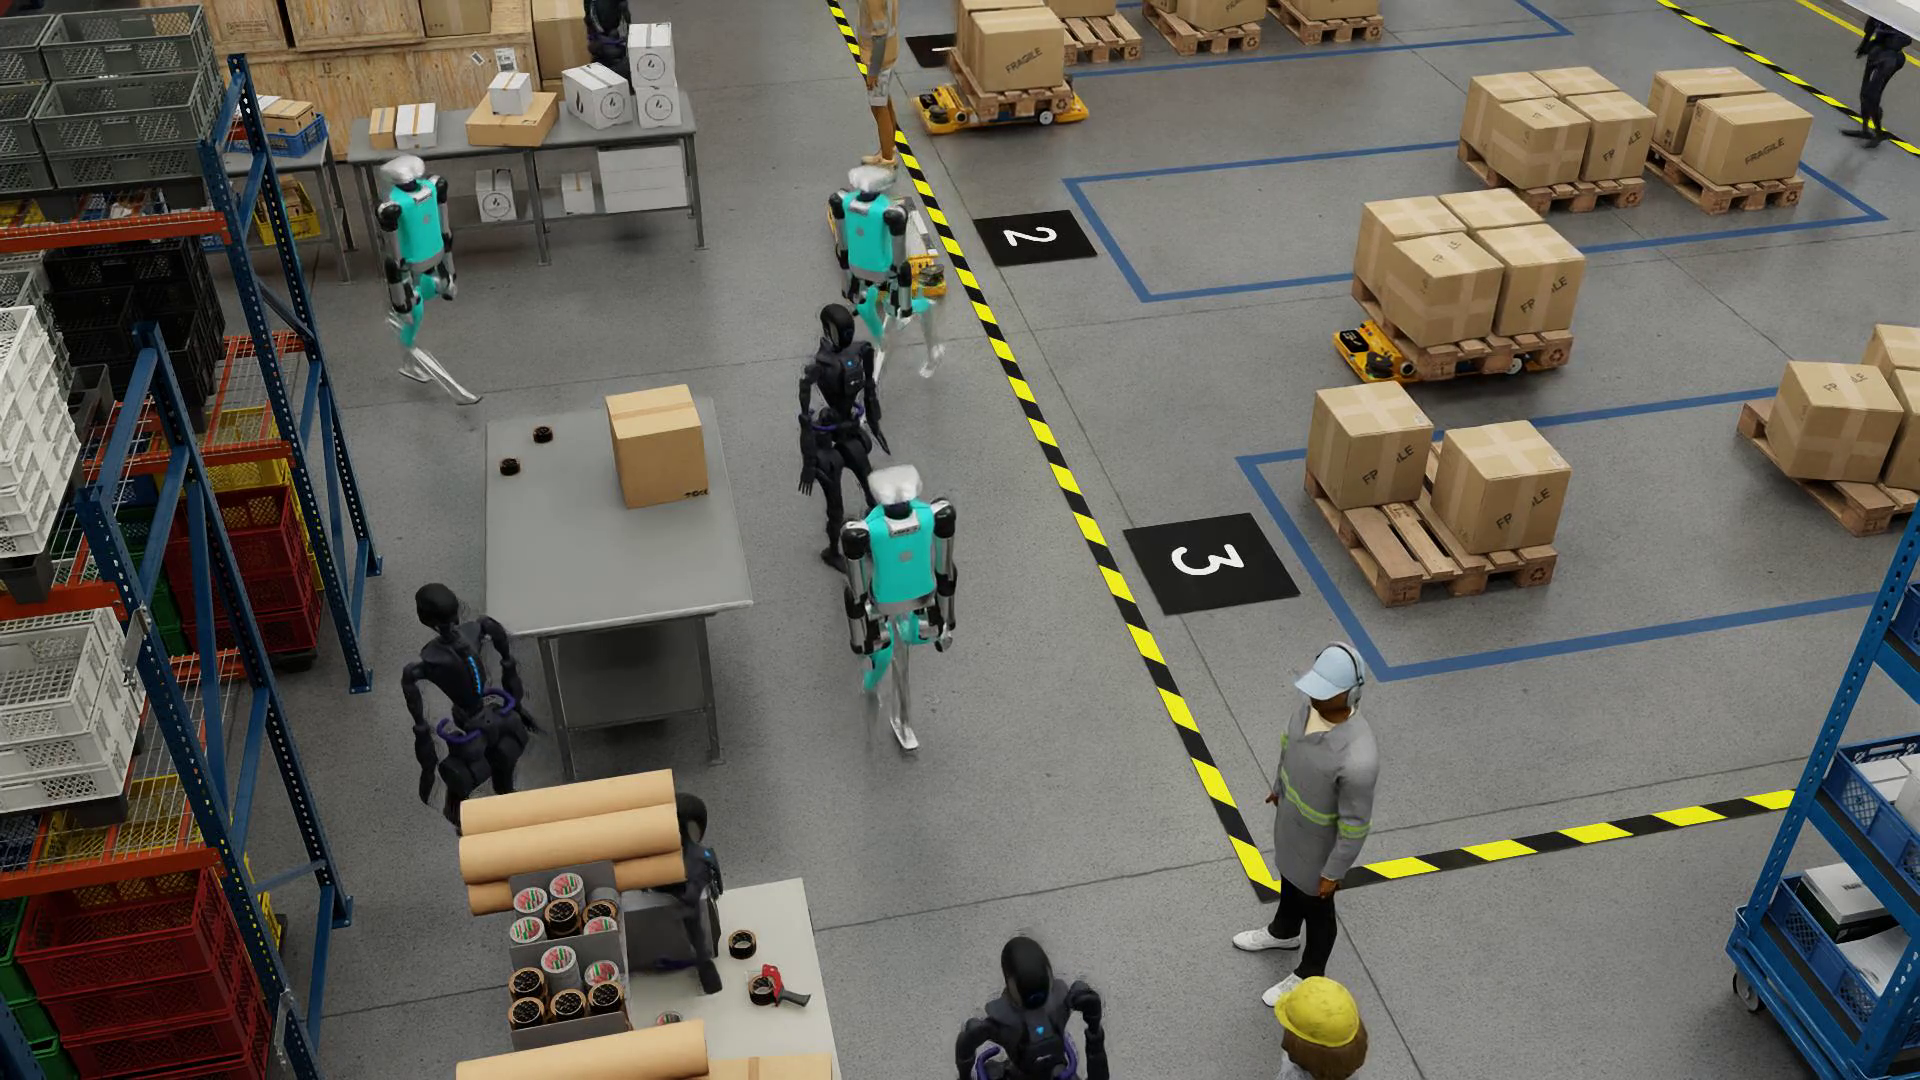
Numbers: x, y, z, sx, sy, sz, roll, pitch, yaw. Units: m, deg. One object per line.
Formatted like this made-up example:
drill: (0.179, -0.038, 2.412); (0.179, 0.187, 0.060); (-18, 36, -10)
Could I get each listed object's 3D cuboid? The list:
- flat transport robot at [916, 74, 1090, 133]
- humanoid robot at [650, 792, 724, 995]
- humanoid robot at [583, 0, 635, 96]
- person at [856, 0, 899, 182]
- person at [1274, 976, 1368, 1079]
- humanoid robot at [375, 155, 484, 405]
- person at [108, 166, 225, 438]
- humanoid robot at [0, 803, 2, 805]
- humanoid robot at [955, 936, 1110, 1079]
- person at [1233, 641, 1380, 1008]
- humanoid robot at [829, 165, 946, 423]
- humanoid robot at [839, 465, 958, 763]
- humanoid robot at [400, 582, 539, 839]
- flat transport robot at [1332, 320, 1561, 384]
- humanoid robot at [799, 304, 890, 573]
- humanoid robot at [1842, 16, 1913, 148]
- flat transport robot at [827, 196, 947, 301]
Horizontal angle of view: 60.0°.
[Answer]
flat transport robot: (0.377, -3.886, 14.754); (1.431, 0.197, 0.652); (-8, 37, -10)
humanoid robot: (-1.043, 1.581, 6.251); (0.483, 1.639, 0.609); (-11, 38, -15)
humanoid robot: (-2.885, -4.026, 13.795); (0.602, 1.648, 0.345); (24, 43, 28)
person: (-0.678, -3.854, 13.250); (0.373, 2.040, 0.613); (2, 37, 3)
person: (1.129, 2.059, 5.551); (0.312, 1.740, 0.491); (-1, 37, -1)
humanoid robot: (-3.508, -1.634, 10.518); (1.009, 1.738, 0.541); (19, 40, 23)
person: (-4.903, -1.455, 10.197); (0.338, 1.836, 0.511); (-23, 42, -28)
humanoid robot: (-4.803, 0.727, 7.382); (1.004, 1.770, 0.530); (-2, 37, -2)
humanoid robot: (0.273, 1.963, 5.771); (0.598, 1.634, 0.574); (-14, 39, -18)
person: (1.399, 1.140, 6.694); (0.362, 1.852, 0.596); (-8, 37, -11)
humanoid robot: (-0.377, -1.637, 10.587); (0.530, 1.788, 1.050); (21, 41, 25)
humanoid robot: (-0.334, 0.363, 7.908); (0.543, 1.888, 0.732); (-12, 38, -16)
humanoid robot: (-2.076, 0.865, 7.208); (0.375, 1.642, 0.608); (23, 42, 28)
flat transport robot: (3.342, -1.349, 11.344); (1.431, 0.197, 0.652); (-8, 37, -10)
humanoid robot: (-0.634, -0.521, 9.067); (0.387, 1.645, 0.611); (29, 45, 33)
humanoid robot: (7.770, -4.143, 13.938); (0.379, 1.640, 0.598); (-1, 37, -2)
flat transport robot: (-0.570, -2.220, 12.538); (0.659, 0.231, 1.431); (-8, 37, -10)
